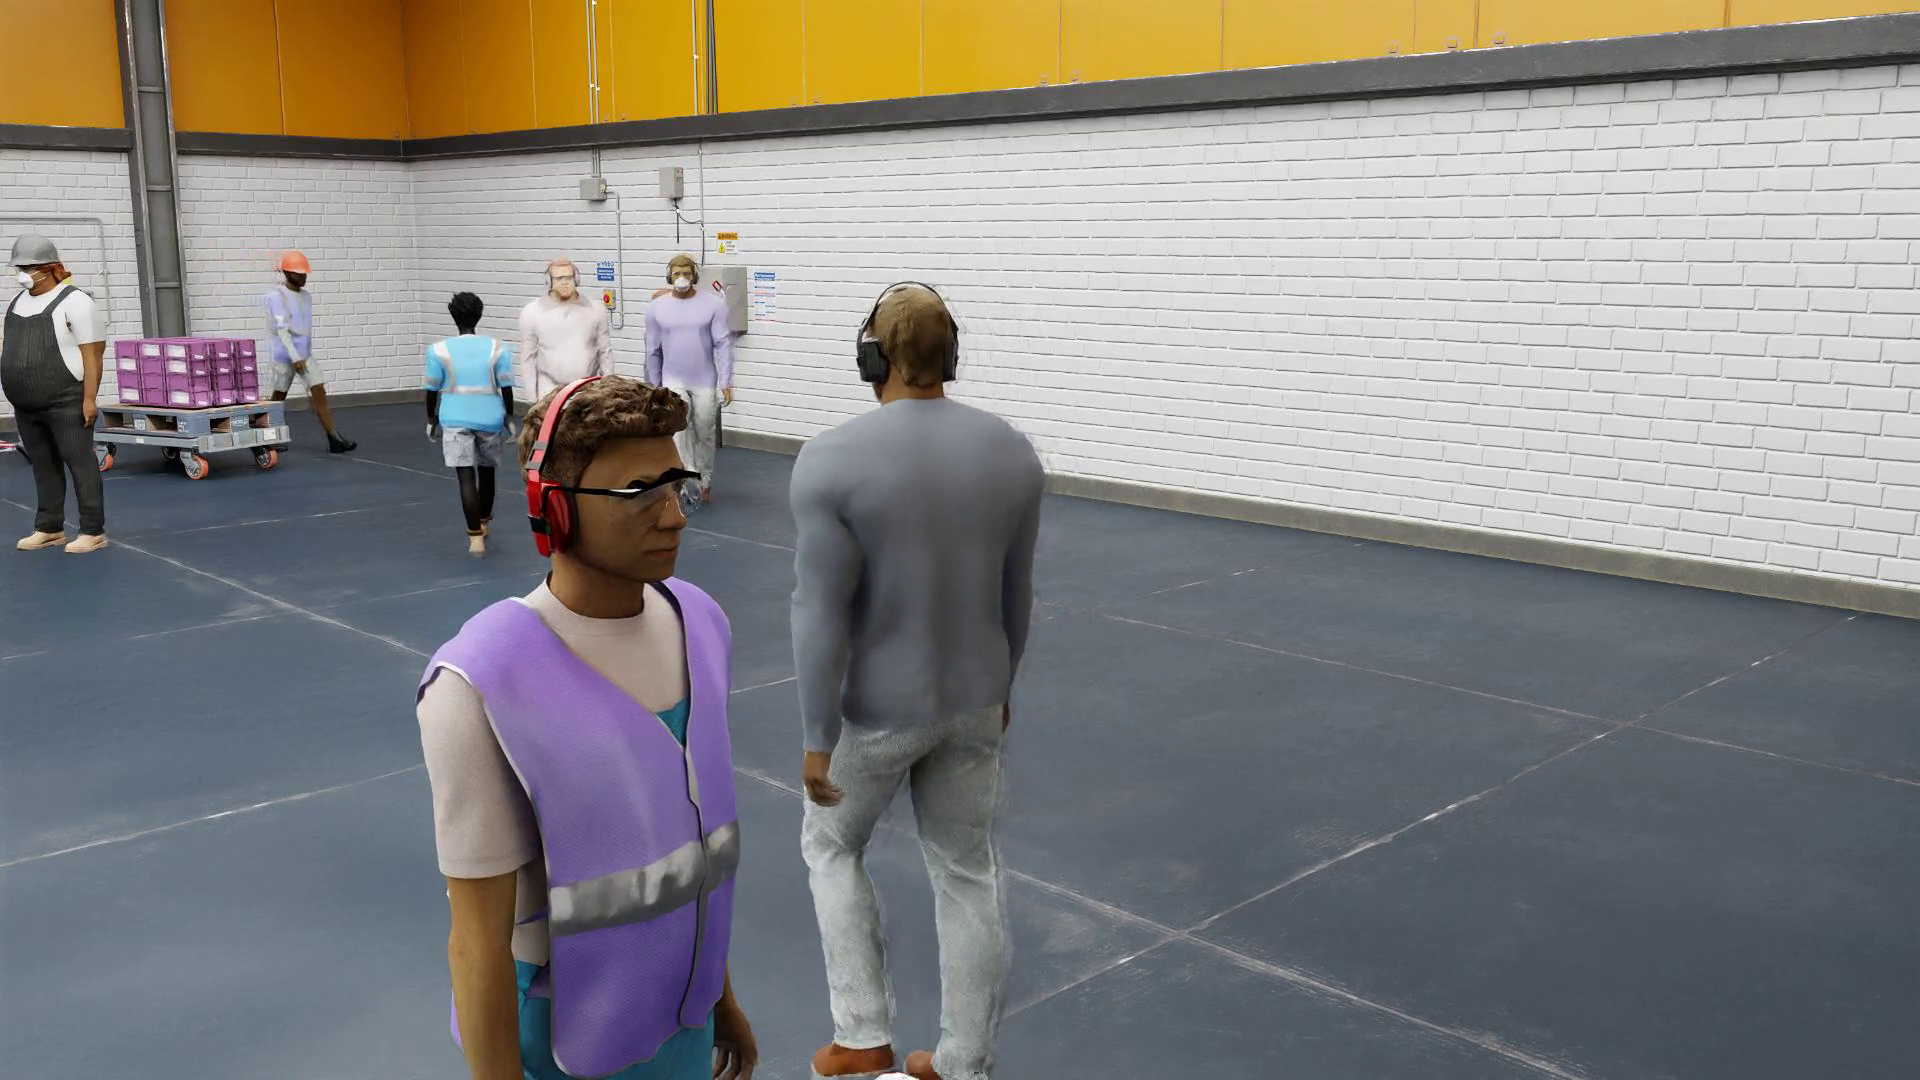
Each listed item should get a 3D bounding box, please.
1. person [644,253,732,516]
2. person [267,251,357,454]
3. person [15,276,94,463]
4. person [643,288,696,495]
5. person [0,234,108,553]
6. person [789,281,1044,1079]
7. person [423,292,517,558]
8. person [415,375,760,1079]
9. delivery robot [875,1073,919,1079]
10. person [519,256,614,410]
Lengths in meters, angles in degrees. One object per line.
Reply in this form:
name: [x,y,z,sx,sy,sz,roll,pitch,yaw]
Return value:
person: [-1.986,-1.150,12.235,0.640,1.905,0.994,-1,10,-5]
person: [-6.154,-1.717,15.384,1.038,1.879,0.538,4,11,23]
person: [-8.140,-1.559,14.910,0.506,1.724,0.851,7,12,32]
person: [-2.185,-1.124,12.827,0.446,1.615,0.540,10,14,42]
person: [-5.811,-0.926,10.593,0.688,2.000,0.536,3,11,18]
person: [-0.110,0.381,3.812,0.648,1.920,0.569,-5,12,-27]
person: [-3.155,-0.755,10.685,0.557,1.649,0.847,-5,11,-24]
person: [-0.487,0.694,2.293,0.390,1.846,0.565,4,11,21]
delivery robot: [-0.217,1.187,2.872,0.477,0.478,0.707,7,12,34]
person: [-2.828,-1.099,11.979,0.650,1.877,0.785,-4,11,-21]
